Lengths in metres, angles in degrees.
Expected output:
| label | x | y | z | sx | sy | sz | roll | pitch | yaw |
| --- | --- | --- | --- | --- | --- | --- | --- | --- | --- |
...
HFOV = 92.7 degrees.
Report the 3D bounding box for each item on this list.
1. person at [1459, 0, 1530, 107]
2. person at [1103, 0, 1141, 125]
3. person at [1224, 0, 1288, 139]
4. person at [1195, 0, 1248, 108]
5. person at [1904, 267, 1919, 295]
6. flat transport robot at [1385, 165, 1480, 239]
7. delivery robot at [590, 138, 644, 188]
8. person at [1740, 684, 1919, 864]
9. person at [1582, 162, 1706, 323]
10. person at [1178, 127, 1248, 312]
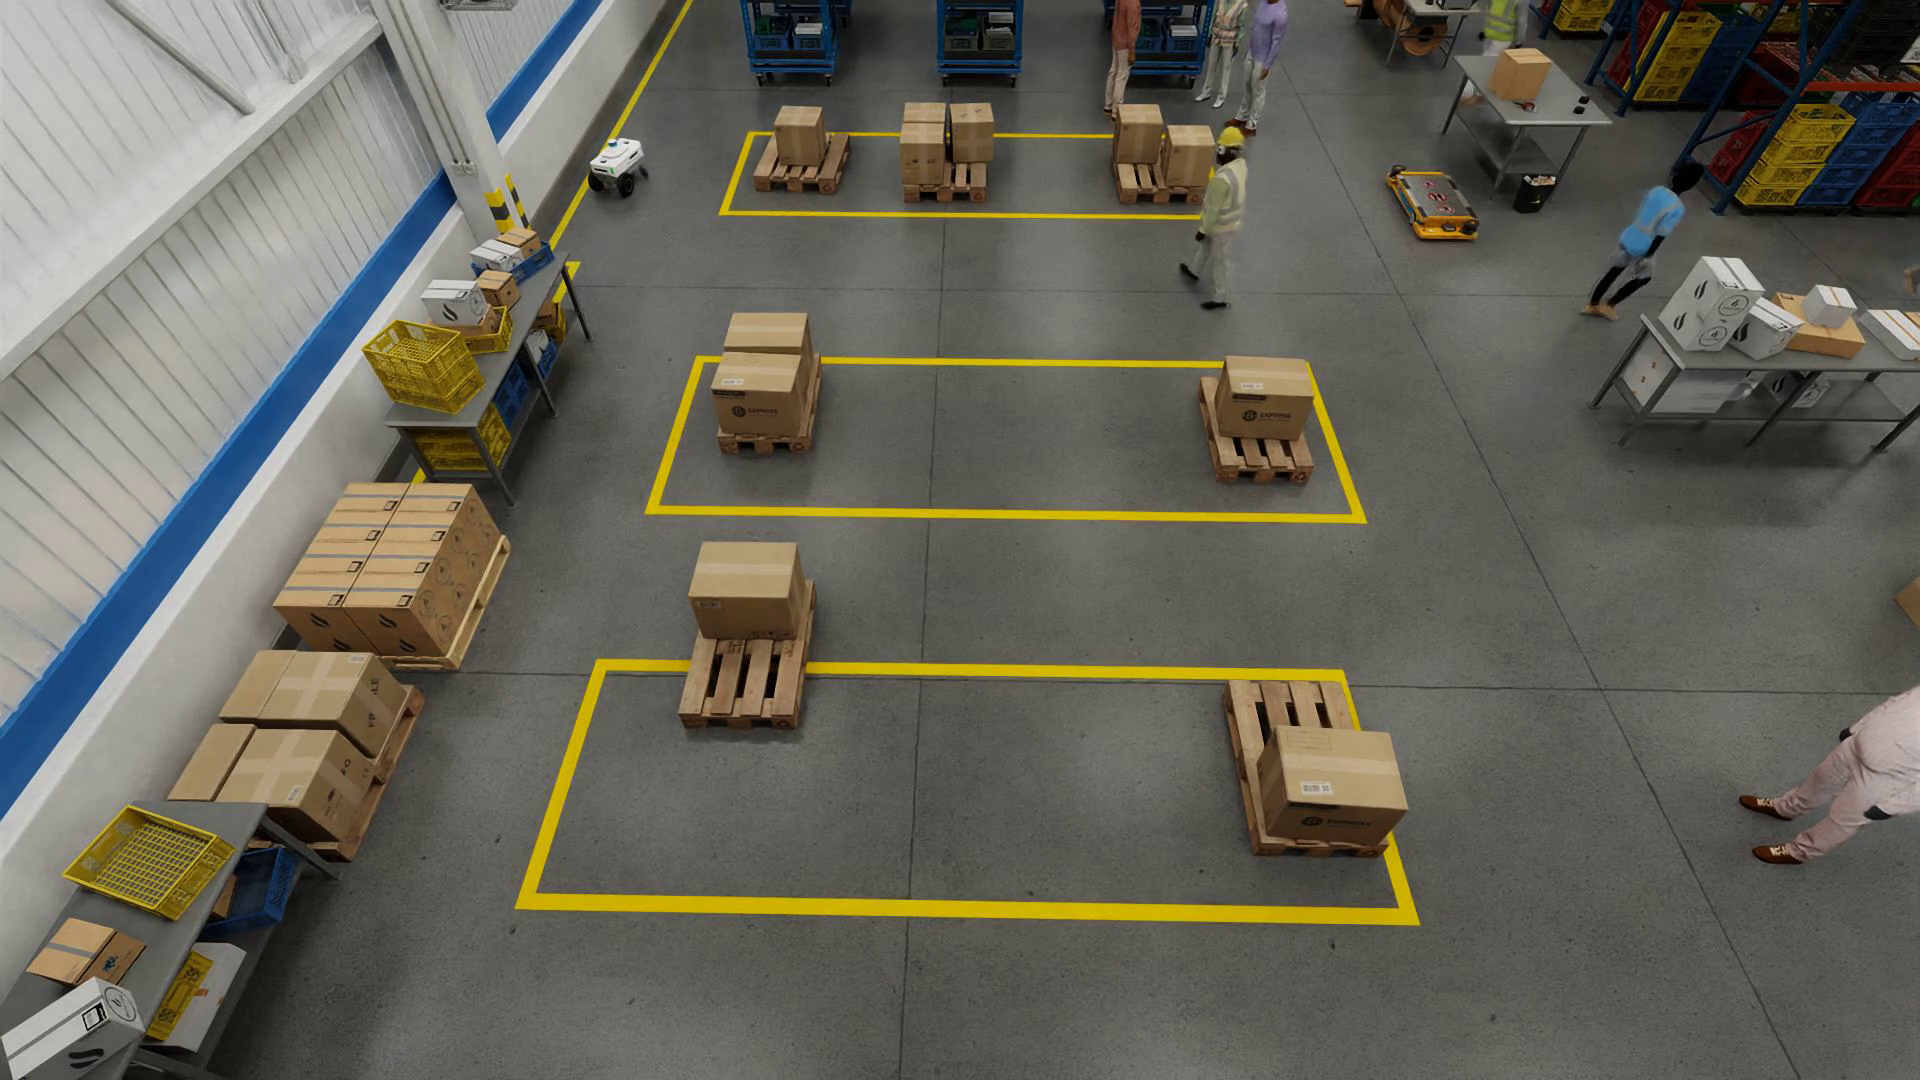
| label | x | y | z | sx | sy | sz | roll | pitch | yaw |
| --- | --- | --- | --- | --- | --- | --- | --- | --- | --- |
| person | 7.312 | -6.850 | 12.435 | 0.627 | 1.813 | 0.673 | -10 | 50 | -9 |
| person | 2.173 | -6.532 | 12.037 | 0.376 | 1.997 | 0.612 | -10 | 50 | -8 |
| person | 3.854 | -6.206 | 11.792 | 0.373 | 1.940 | 0.629 | -11 | 50 | -9 |
| person | 3.589 | -6.777 | 12.482 | 0.308 | 1.637 | 0.522 | -36 | 58 | -27 |
| person | 10.370 | -3.124 | 9.168 | 0.551 | 1.865 | 0.583 | 34 | 57 | 26 |
| flat transport robot | 5.692 | -4.094 | 11.059 | 0.652 | 0.197 | 1.431 | 1 | 49 | 1 |
| delivery robot | -4.245 | -4.711 | 11.347 | 0.477 | 0.478 | 0.707 | 14 | 51 | 12 |
| person | 5.322 | 1.305 | 5.319 | 0.403 | 1.899 | 0.644 | 12 | 50 | 10 |
| person | 6.813 | -2.936 | 9.122 | 0.438 | 1.677 | 0.543 | 1 | 49 | 1 |
| person | 2.630 | -3.269 | 9.358 | 0.729 | 1.777 | 0.619 | 22 | 53 | 18 |
